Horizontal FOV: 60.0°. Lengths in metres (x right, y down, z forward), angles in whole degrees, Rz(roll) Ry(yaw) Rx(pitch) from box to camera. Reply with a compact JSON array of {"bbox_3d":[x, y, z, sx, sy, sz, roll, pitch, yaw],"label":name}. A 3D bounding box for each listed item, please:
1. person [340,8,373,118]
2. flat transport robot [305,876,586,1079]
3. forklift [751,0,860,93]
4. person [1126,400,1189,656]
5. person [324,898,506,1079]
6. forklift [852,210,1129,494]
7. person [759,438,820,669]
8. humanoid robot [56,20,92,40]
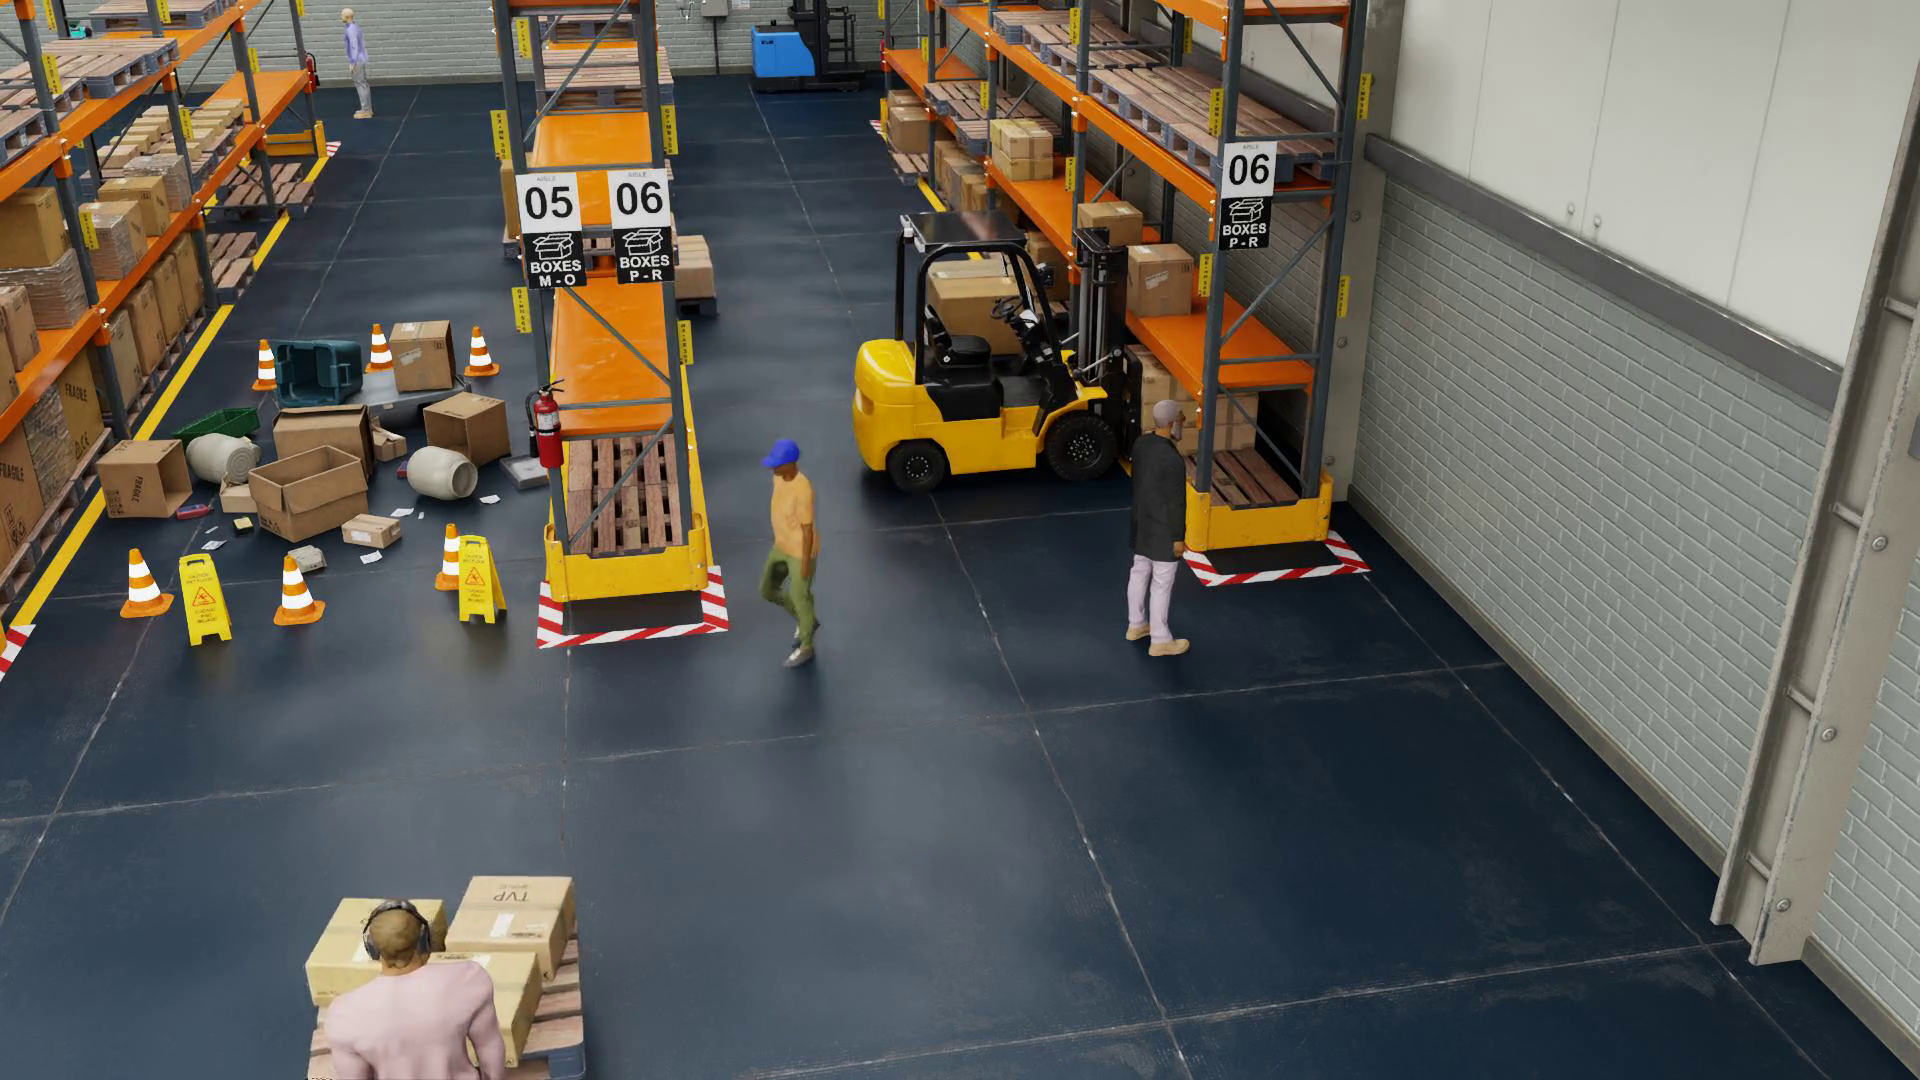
[{"bbox_3d":[-10.203,-8.073,28.174,0.379,1.797,0.603,-4,26,-8],"label":"person"},{"bbox_3d":[-2.445,2.422,8.085,0.659,0.231,1.431,-6,26,-12],"label":"flat transport robot"},{"bbox_3d":[-2.872,-9.679,30.288,1.873,2.768,1.129,-5,26,-10],"label":"forklift"},{"bbox_3d":[1.368,-0.089,11.481,0.400,1.855,0.543,-13,29,-26],"label":"person"},{"bbox_3d":[-2.088,2.236,6.547,0.633,1.936,0.351,-12,28,-24],"label":"person"},{"bbox_3d":[0.216,-1.659,14.366,2.313,2.155,1.214,-5,26,-10],"label":"forklift"},{"bbox_3d":[-1.158,0.094,11.267,0.410,1.697,0.466,-18,31,-33],"label":"person"},{"bbox_3d":[-14.493,-7.745,27.551,0.542,1.755,0.957,-21,32,-36],"label":"humanoid robot"}]
